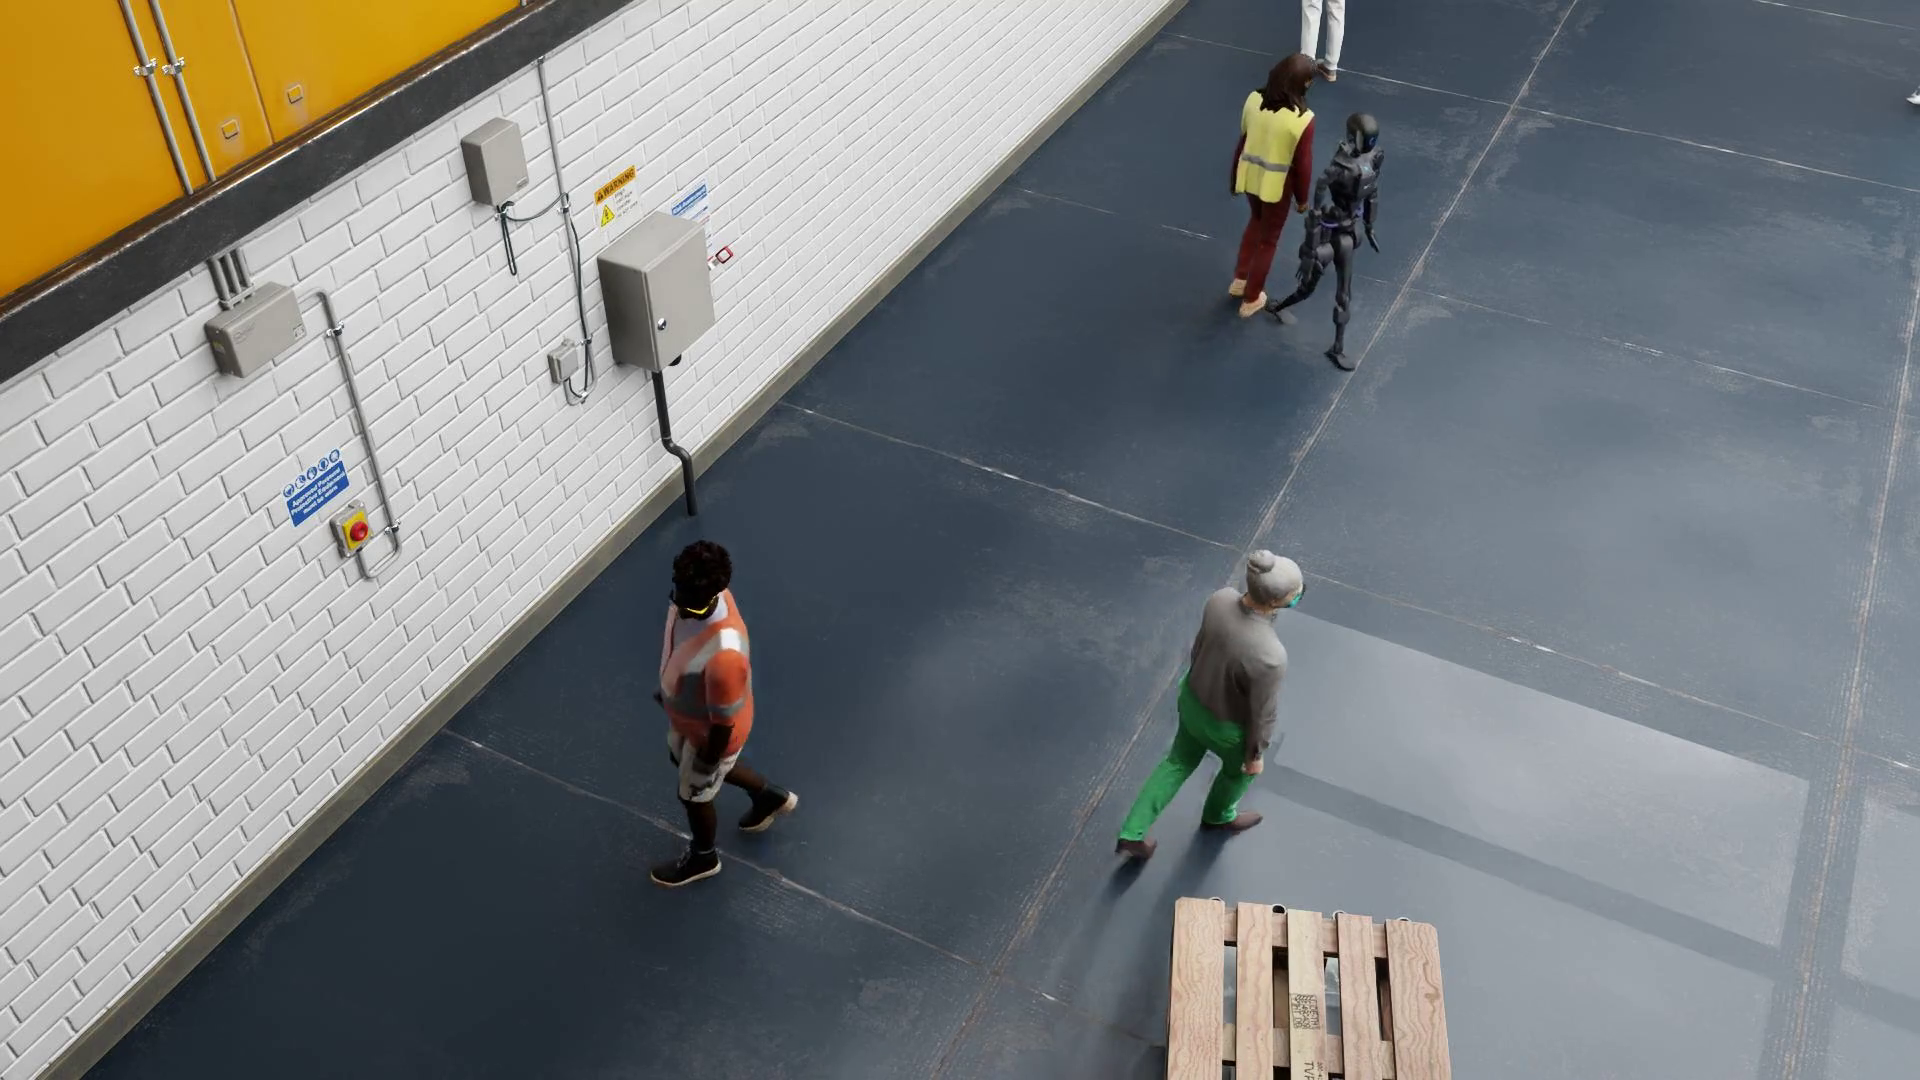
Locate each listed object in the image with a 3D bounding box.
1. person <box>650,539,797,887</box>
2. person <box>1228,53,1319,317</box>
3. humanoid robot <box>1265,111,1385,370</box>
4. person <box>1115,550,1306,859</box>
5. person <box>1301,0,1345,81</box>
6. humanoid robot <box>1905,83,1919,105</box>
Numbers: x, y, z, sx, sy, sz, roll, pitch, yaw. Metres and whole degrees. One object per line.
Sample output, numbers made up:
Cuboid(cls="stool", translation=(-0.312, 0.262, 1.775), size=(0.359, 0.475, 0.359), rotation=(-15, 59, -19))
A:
Cuboid(cls="person", translation=(-1.041, 0.712, 6.743), size=(0.602, 1.928, 0.637), rotation=(-13, 42, -15))
Cuboid(cls="person", translation=(1.920, -2.178, 10.229), size=(0.518, 1.753, 0.502), rotation=(31, 50, 31))
Cuboid(cls="humanoid robot", translation=(2.225, -1.856, 9.959), size=(0.601, 1.637, 0.741), rotation=(-25, 47, -26))
Cuboid(cls="person", translation=(1.002, 0.708, 6.848), size=(0.740, 1.800, 0.608), rotation=(-15, 43, -16))
Cuboid(cls="person", translation=(2.800, -4.403, 12.707), size=(0.583, 1.882, 0.337), rotation=(-16, 43, -18))
Cuboid(cls="humanoid robot", translation=(7.506, -3.980, 12.337), size=(0.927, 1.749, 0.546), rotation=(-11, 42, -12))
